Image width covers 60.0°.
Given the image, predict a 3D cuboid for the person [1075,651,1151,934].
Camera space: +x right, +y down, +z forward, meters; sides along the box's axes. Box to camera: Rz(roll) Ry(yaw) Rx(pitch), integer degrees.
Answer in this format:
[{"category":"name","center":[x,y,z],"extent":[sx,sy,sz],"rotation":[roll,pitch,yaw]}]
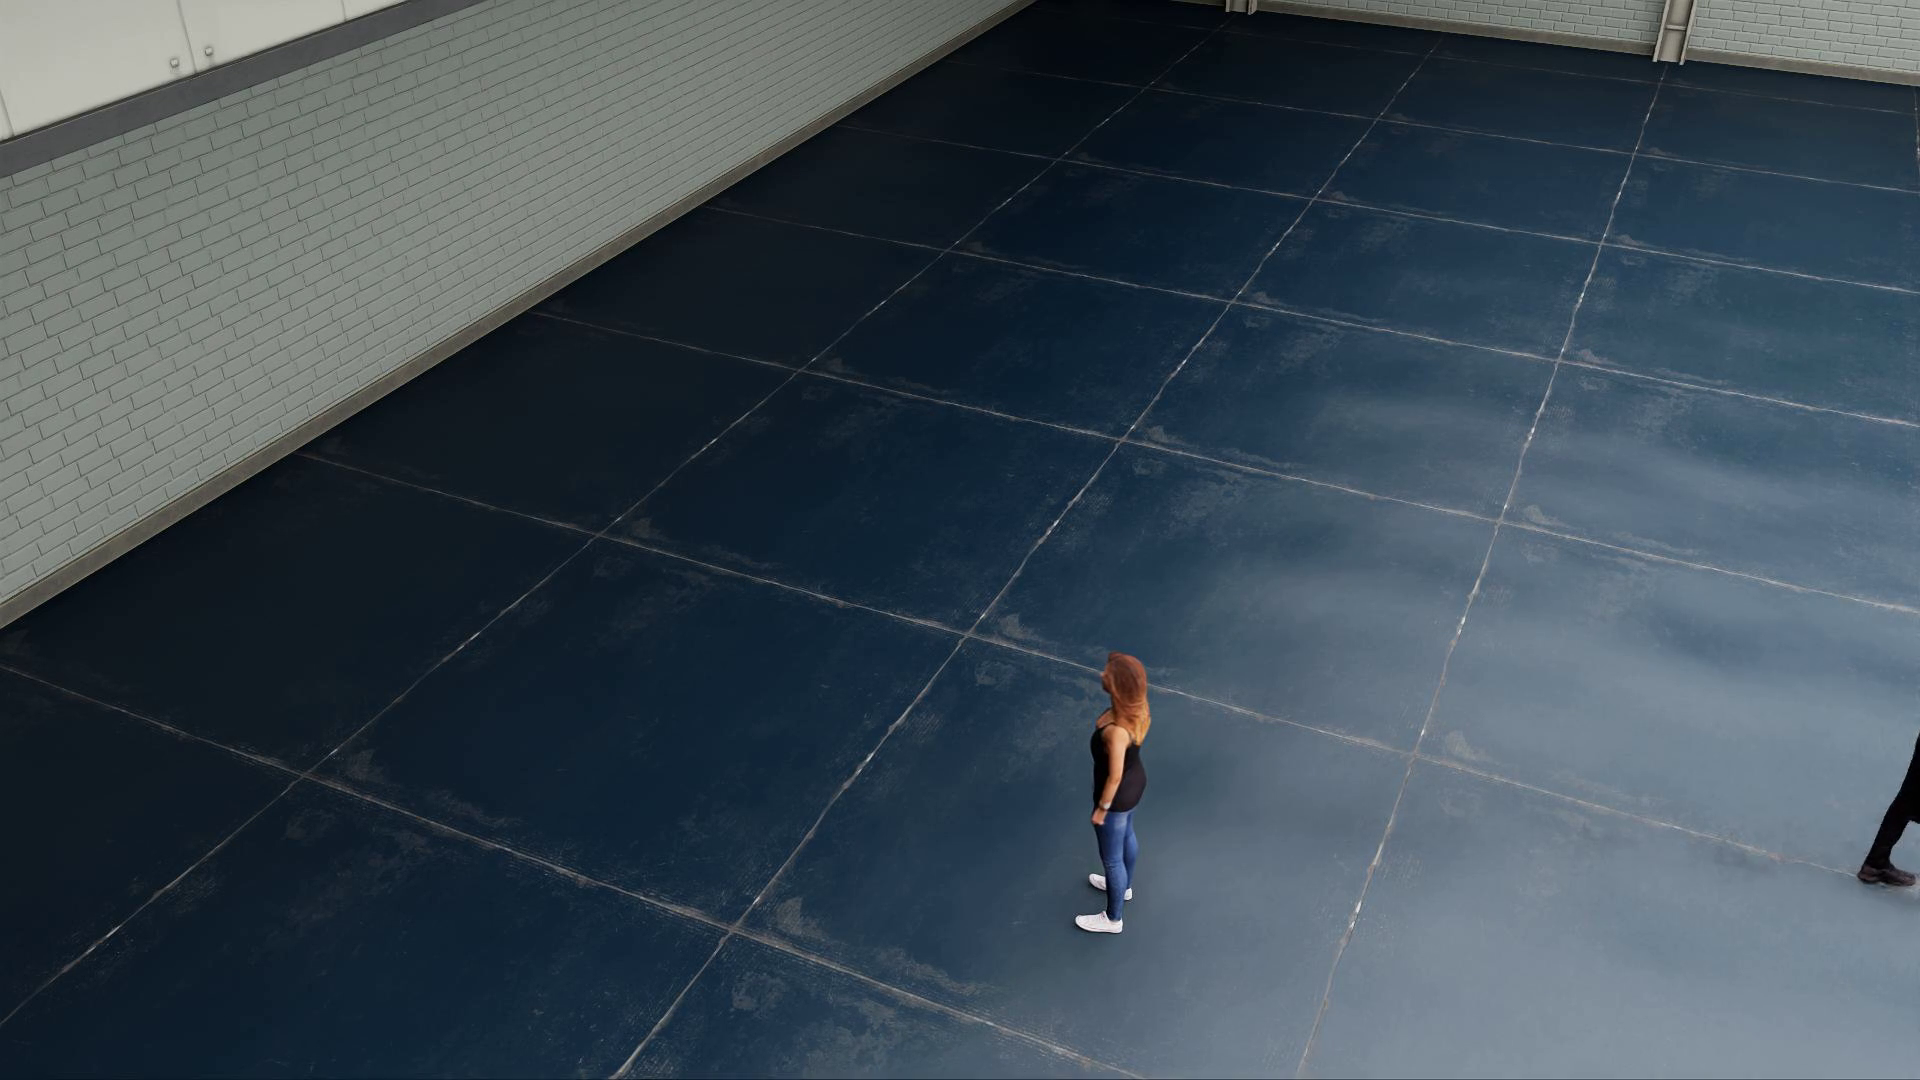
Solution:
[{"category":"person","center":[0.815,1.289,8.558],"extent":[0.545,1.722,0.615],"rotation":[11,34,16]}]
